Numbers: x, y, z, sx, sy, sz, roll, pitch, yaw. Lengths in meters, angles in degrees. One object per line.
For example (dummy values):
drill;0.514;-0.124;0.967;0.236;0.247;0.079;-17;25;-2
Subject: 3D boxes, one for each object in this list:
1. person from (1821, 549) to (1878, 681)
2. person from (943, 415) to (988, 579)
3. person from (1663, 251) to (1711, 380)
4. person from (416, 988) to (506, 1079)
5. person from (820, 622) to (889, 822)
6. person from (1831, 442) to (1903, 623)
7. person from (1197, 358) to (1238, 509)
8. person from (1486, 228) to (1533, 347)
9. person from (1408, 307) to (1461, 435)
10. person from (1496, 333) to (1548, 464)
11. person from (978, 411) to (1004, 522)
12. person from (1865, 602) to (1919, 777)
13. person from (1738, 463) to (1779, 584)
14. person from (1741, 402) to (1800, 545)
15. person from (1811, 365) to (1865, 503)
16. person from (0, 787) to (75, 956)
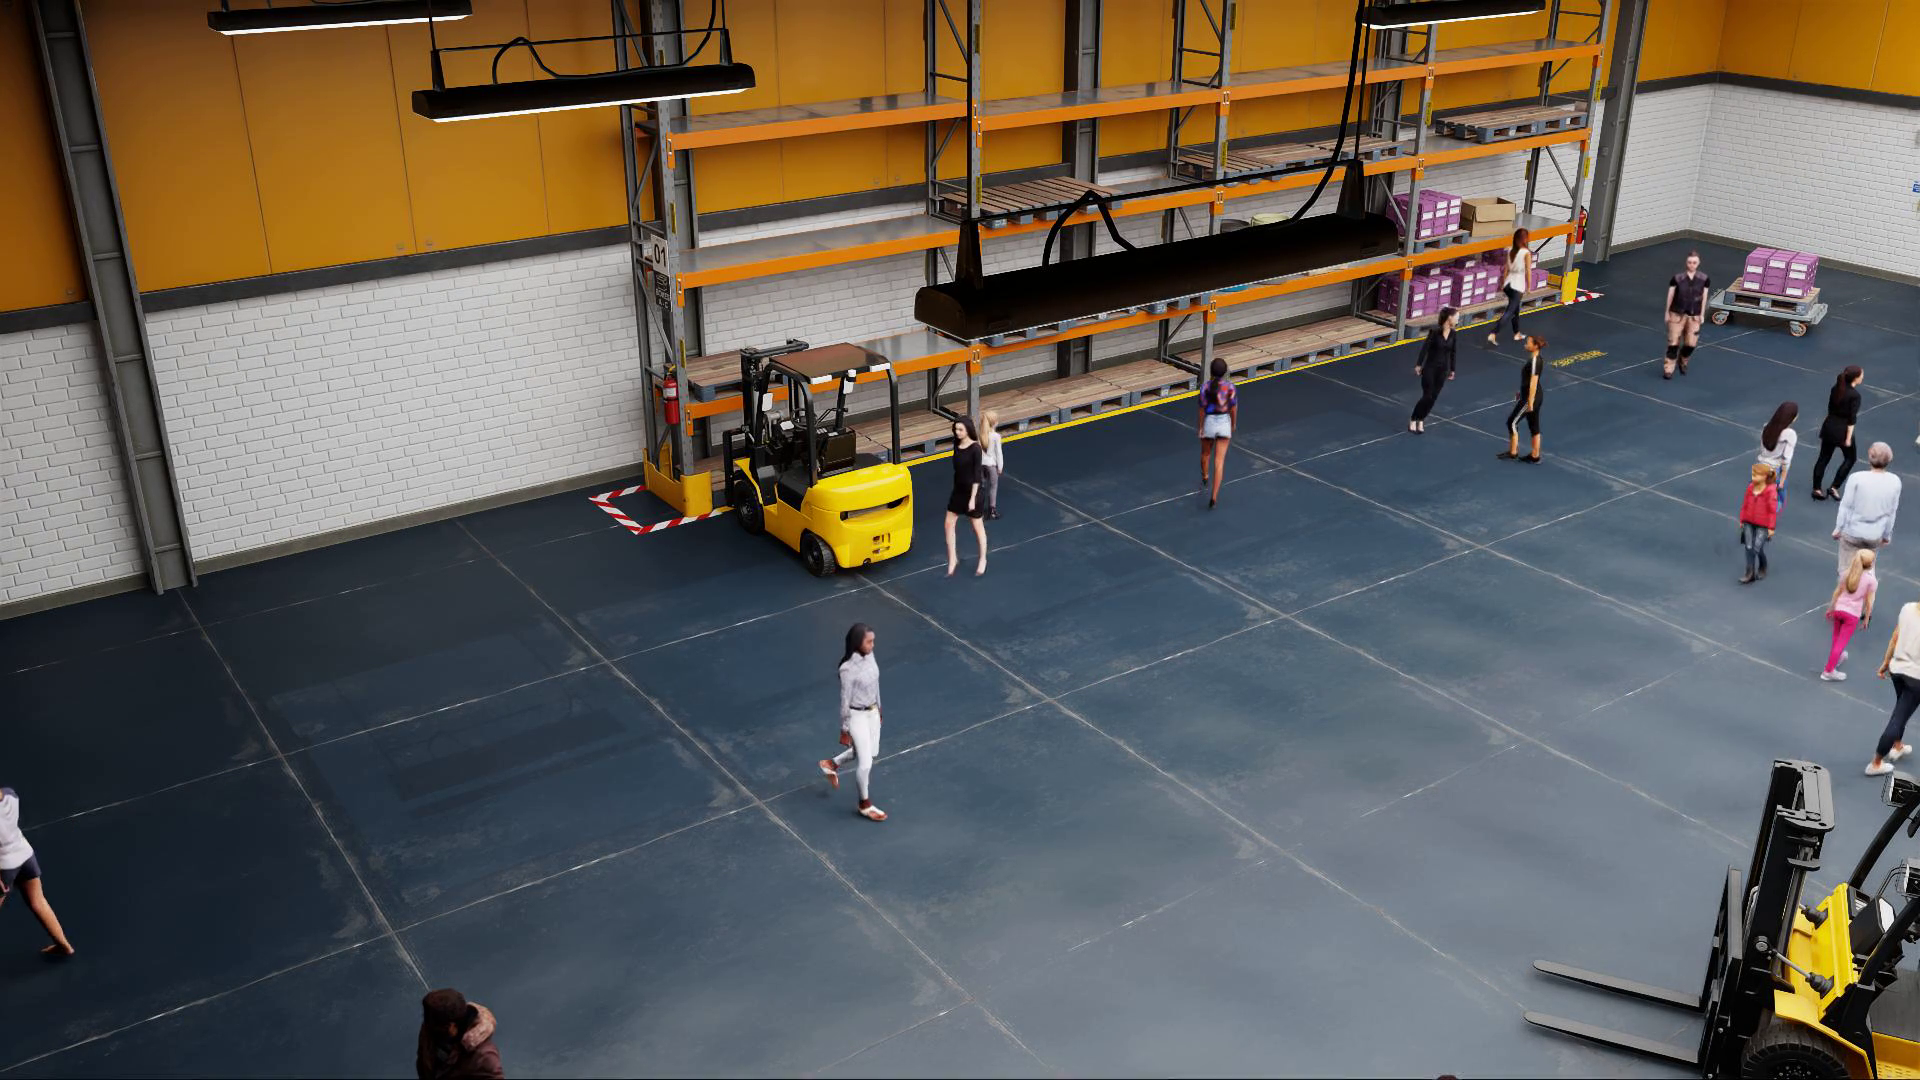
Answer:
person;8.145;0.694;15.310;0.758;1.245;0.504;-14;27;-28
person;0.157;-0.448;17.251;0.669;1.784;0.771;21;31;39
person;10.216;-3.183;23.452;0.837;1.828;0.883;7;25;16
person;-2.651;3.145;8.953;0.840;1.846;0.801;15;28;31
person;-0.854;1.402;13.118;0.900;1.704;0.942;13;27;27
person;8.787;-0.013;16.133;0.862;1.883;0.922;4;24;10
person;2.945;-1.206;19.093;1.093;1.697;1.175;5;24;11
person;8.220;-3.741;24.826;1.109;1.750;0.663;-13;27;-27
person;6.023;-2.133;21.255;0.571;1.664;0.772;-3;24;-7
person;7.049;-1.710;20.305;0.844;1.649;0.807;13;27;28
person;0.314;-0.852;18.807;0.541;1.277;0.557;17;29;34
person;7.701;1.139;13.607;0.914;1.794;0.767;-8;25;-19
person;8.308;-0.177;17.230;0.593;1.303;0.532;-15;28;-31
person;8.731;-0.710;18.060;0.660;1.615;0.653;-11;26;-23
person;10.032;-1.202;19.146;0.706;1.647;0.696;-7;25;-16
person;-6.450;2.224;11.377;0.973;1.591;0.937;5;24;11
